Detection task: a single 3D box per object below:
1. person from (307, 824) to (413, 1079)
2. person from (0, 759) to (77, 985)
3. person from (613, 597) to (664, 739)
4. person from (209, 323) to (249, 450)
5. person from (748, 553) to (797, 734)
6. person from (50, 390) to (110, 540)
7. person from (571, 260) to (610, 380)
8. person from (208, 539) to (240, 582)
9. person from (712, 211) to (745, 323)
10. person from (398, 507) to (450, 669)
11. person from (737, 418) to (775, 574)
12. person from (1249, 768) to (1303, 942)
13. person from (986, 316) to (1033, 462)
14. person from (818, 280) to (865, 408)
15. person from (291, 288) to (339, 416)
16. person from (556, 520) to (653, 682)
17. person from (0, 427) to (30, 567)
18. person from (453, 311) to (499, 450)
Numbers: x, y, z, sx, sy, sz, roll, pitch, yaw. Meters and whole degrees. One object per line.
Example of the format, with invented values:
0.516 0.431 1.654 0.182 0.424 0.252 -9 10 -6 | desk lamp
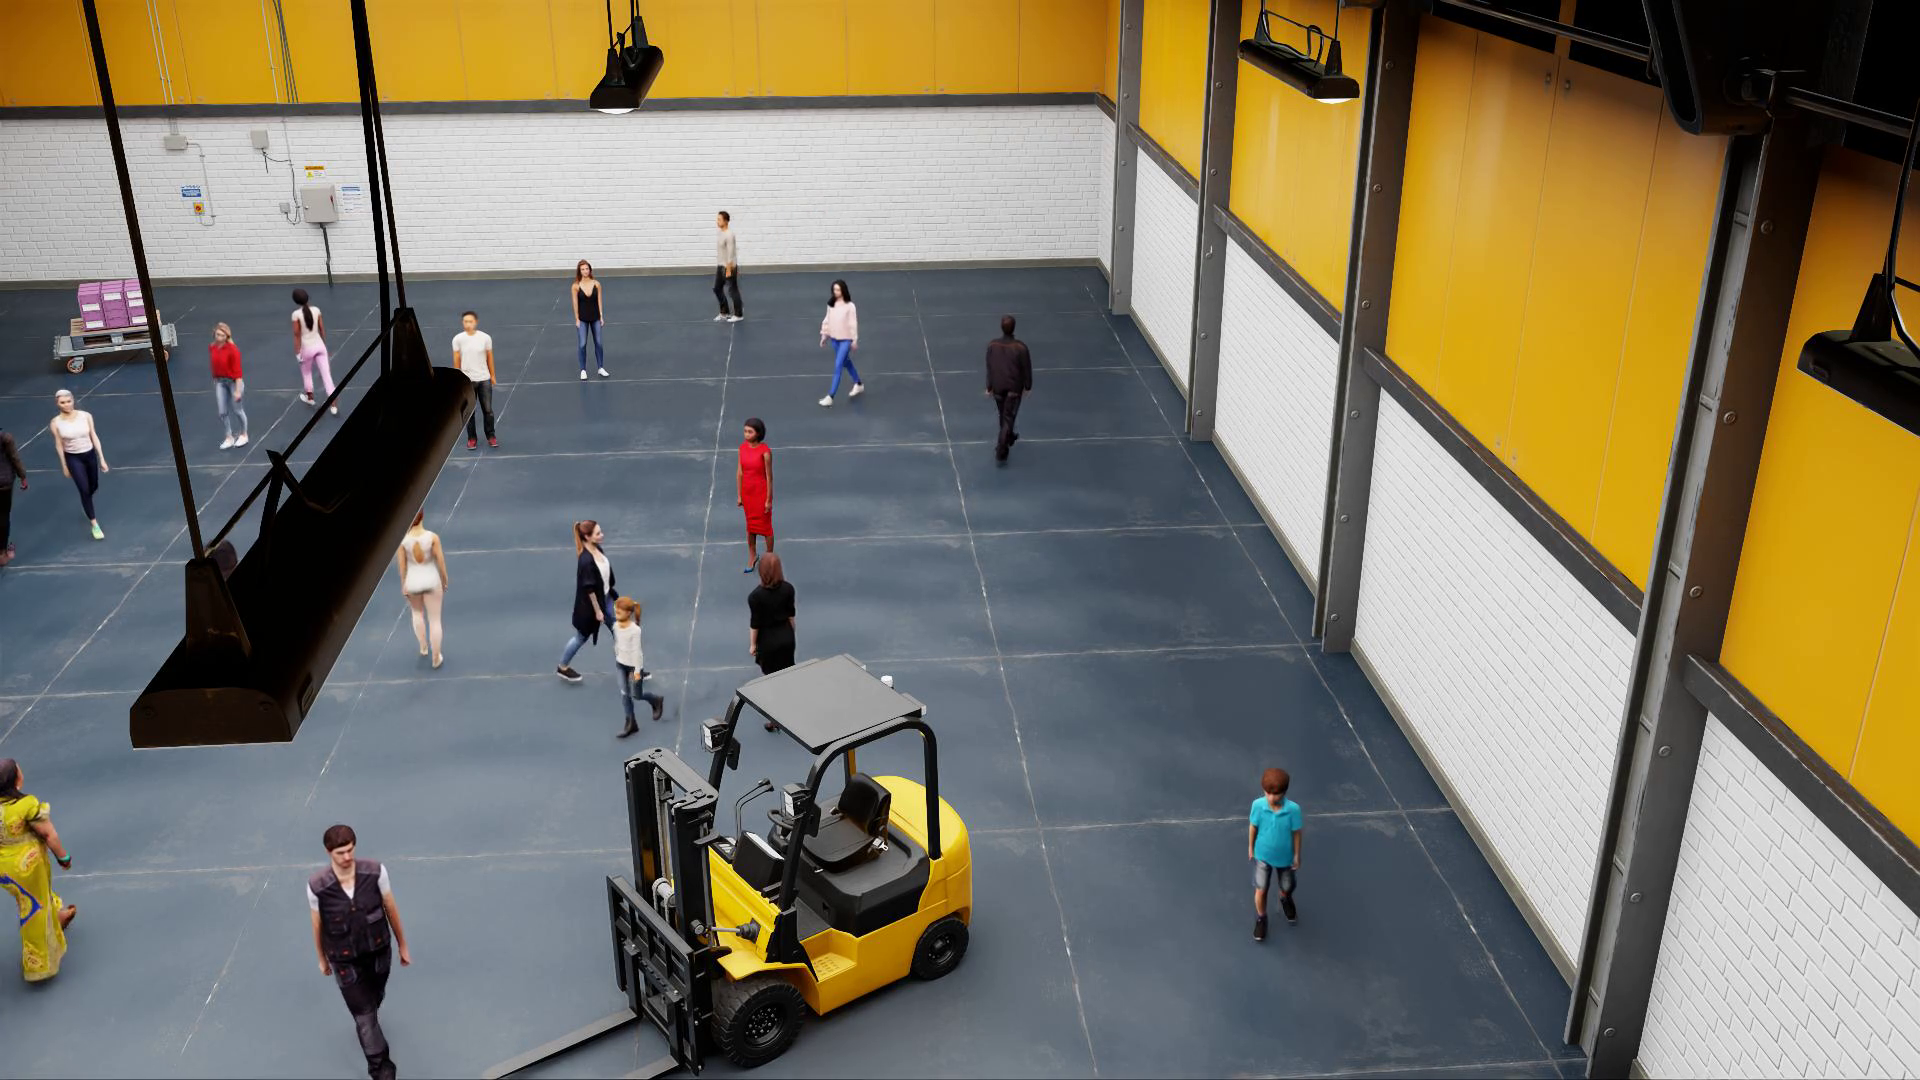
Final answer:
-3.841 2.578 10.600 1.057 1.803 1.302 -15 28 -30 | person
-6.486 2.307 11.436 0.916 1.628 1.147 3 24 6 | person
-2.847 1.093 14.617 0.737 1.305 0.822 16 28 32 | person
-9.284 -1.972 21.160 0.737 1.681 0.776 10 25 21 | person
-1.607 0.905 14.550 0.663 1.705 0.655 -15 28 -30 | person
-9.903 -0.904 18.727 1.043 1.672 1.201 -20 30 -38 | person
-5.331 -3.179 23.869 0.660 1.723 0.651 -12 26 -26 | person
-6.440 0.785 14.789 0.702 1.733 0.560 8 25 18 | person
-3.615 -4.355 26.463 0.880 1.800 0.806 -14 27 -28 | person
-5.064 0.459 15.667 0.605 1.626 0.709 -5 24 -10 | person
-2.148 -0.465 17.633 0.639 1.744 0.651 11 26 23 | person
2.271 2.206 11.933 0.696 1.416 0.836 6 24 14 | person
0.571 -1.852 20.746 1.081 1.793 1.305 9 25 19 | person
-1.562 -2.716 22.822 1.186 1.712 1.234 19 30 37 | person
-8.667 -2.492 22.331 1.088 1.695 1.190 -21 31 -39 | person
-3.457 0.607 15.316 0.886 1.636 1.130 4 24 8 | person
-10.376 -0.579 17.809 0.758 1.812 0.715 -1 24 -1 | person
-6.176 -2.062 21.218 0.696 1.799 0.630 -8 25 -17 | person
